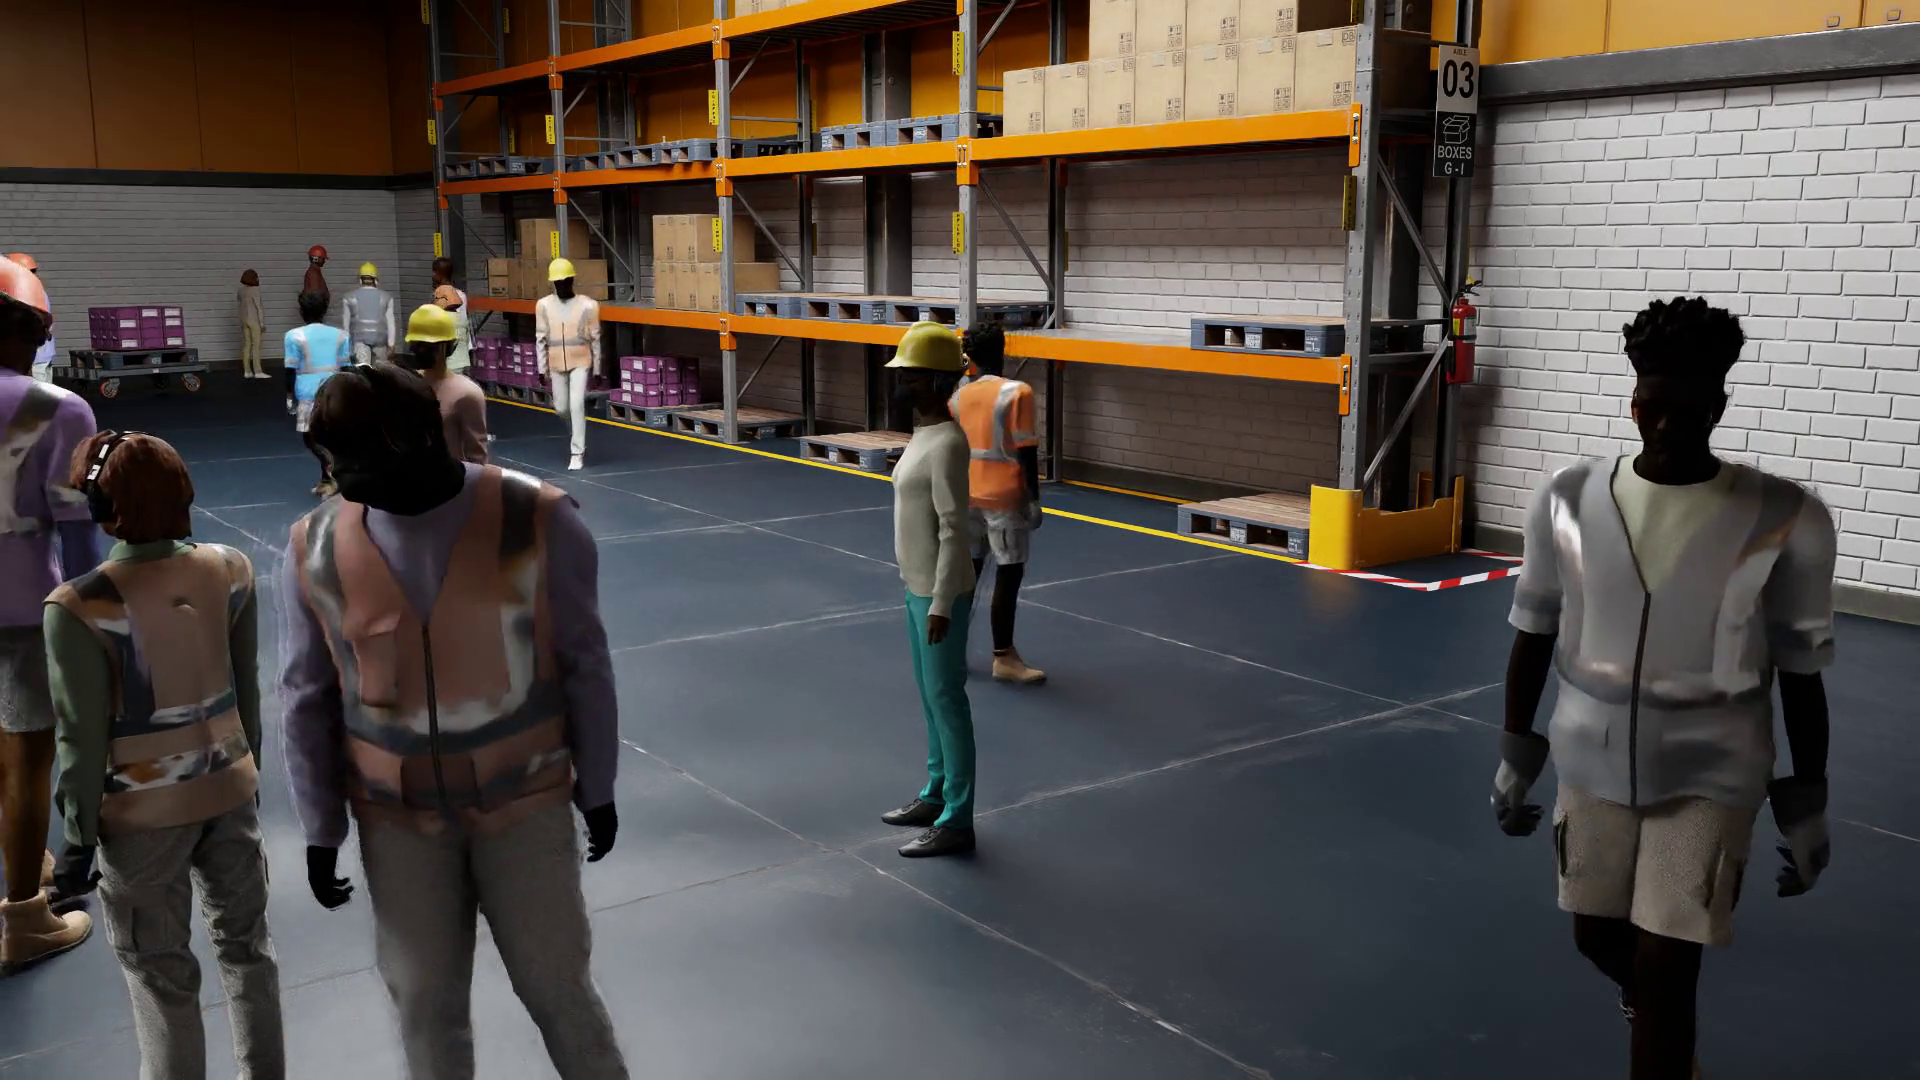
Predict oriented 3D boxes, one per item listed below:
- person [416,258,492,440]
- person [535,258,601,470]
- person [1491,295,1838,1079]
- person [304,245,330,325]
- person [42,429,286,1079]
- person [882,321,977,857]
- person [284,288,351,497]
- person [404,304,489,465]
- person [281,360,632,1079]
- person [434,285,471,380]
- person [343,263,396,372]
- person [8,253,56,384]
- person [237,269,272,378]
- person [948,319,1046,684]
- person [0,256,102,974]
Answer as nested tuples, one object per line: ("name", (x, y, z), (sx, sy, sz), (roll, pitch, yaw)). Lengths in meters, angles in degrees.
("person", (-5.268, -1.928, 16.990), (1.012, 1.864, 0.599), (0, 10, 2))
("person", (-3.530, -1.606, 15.108), (0.587, 1.900, 0.768), (1, 10, 4))
("person", (1.495, 0.452, 3.505), (0.662, 1.932, 0.838), (8, 13, 37))
("person", (-9.783, -3.489, 25.384), (0.388, 1.987, 0.608), (-5, 11, -25))
("person", (-1.688, 0.581, 3.552), (0.312, 1.642, 0.512), (4, 11, 23))
("person", (-0.101, 0.162, 5.544), (0.297, 1.772, 0.533), (-2, 10, -11))
("person", (-4.982, -1.128, 13.034), (0.720, 1.673, 0.538), (9, 13, 41))
("person", (-2.417, -0.224, 7.752), (0.554, 1.747, 0.691), (4, 11, 22))
("person", (-1.006, 0.538, 3.385), (0.689, 1.797, 0.432), (-1, 10, -6))
("person", (-4.871, -1.632, 16.004), (0.288, 1.626, 0.498), (2, 10, 13))
("person", (-7.064, -2.411, 19.917), (0.586, 1.785, 0.934), (-4, 11, -19))
("person", (-8.663, -1.693, 15.522), (0.404, 1.926, 0.572), (-3, 11, -16))
("person", (-10.637, -3.244, 25.000), (0.507, 1.631, 0.266), (6, 12, 30))
("person", (0.137, -0.170, 7.685), (0.337, 1.675, 0.624), (-8, 13, -38))
("person", (-2.767, 0.195, 4.764), (0.631, 1.982, 0.673), (1, 10, 5))
